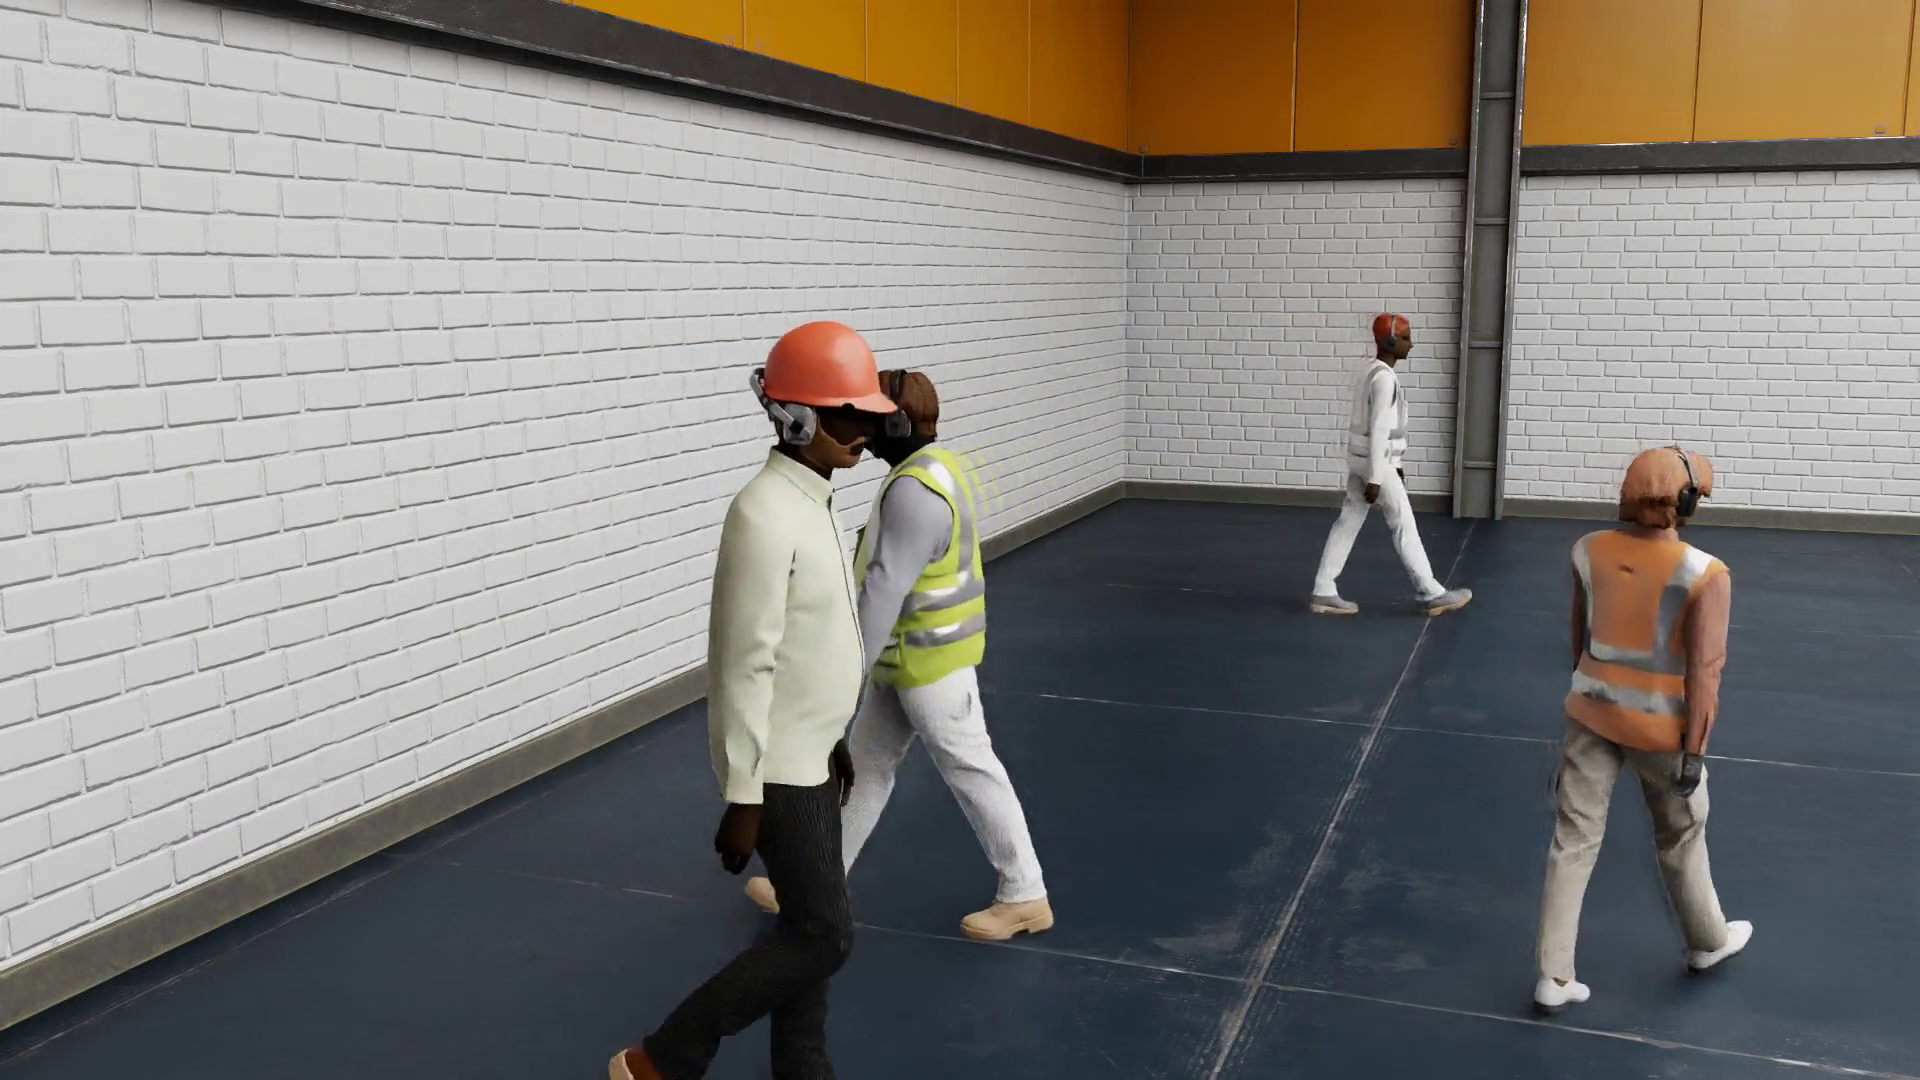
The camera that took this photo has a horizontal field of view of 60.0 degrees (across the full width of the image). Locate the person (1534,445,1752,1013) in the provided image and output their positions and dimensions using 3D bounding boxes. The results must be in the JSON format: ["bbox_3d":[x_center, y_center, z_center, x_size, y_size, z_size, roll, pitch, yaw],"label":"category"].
[{"bbox_3d":[1.952,0.526,4.736,0.854,1.591,0.529,-6,11,-35],"label":"person"}]

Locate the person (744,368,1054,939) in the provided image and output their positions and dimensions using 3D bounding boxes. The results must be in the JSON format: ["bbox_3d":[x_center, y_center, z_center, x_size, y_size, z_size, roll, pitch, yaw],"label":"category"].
[{"bbox_3d":[-0.162,0.369,5.172,0.998,1.790,0.633,0,9,-3],"label":"person"}]

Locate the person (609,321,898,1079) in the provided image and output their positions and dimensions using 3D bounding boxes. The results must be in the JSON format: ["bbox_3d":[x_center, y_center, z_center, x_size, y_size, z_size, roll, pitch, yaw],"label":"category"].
[{"bbox_3d":[-0.426,0.488,3.800,0.589,1.971,0.644,0,9,3],"label":"person"}]

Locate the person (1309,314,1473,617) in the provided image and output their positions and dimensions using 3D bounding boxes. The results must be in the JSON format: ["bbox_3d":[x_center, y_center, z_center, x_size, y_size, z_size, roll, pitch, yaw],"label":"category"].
[{"bbox_3d":[2.596,-0.442,10.064,0.978,1.831,0.599,0,9,2],"label":"person"}]
